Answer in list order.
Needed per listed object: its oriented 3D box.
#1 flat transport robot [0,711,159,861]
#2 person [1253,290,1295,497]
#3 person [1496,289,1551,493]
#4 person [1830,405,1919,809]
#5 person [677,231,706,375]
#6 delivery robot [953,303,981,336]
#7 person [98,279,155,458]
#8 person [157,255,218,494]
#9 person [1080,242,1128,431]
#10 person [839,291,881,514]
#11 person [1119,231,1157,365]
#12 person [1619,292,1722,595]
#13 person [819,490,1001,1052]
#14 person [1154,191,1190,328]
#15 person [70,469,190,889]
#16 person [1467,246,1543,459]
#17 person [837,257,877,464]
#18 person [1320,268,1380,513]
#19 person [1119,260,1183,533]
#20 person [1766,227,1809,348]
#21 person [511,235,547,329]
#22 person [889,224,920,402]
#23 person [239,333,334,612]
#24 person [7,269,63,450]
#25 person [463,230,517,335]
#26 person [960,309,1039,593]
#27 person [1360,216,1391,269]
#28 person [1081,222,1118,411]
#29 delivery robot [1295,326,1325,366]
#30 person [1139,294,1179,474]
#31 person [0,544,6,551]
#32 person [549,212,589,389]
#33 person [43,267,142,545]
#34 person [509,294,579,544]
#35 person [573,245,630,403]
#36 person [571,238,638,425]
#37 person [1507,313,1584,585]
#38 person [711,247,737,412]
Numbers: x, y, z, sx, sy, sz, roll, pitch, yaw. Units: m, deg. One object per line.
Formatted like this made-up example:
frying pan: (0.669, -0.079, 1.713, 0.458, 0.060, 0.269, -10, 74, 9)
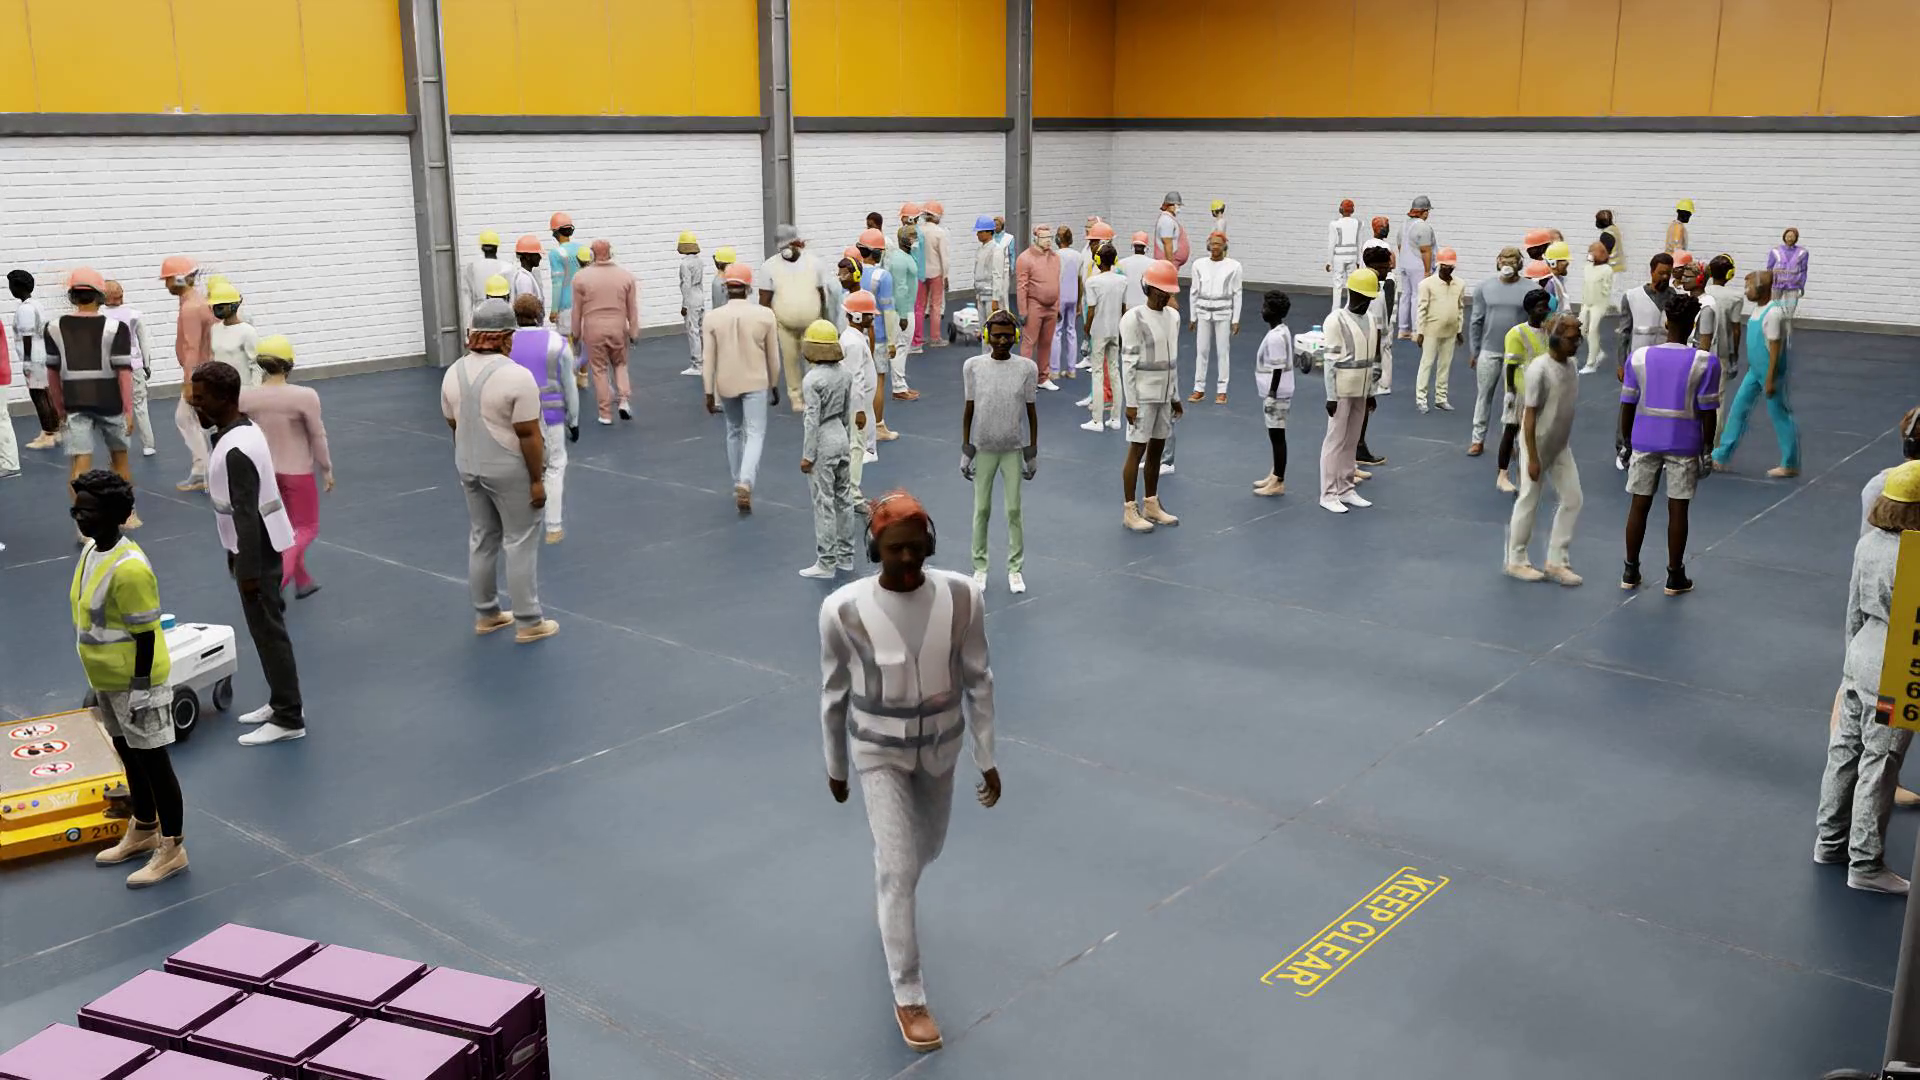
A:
flat transport robot: (-4.130, 1.058, 7.532, 0.652, 0.197, 1.431, -10, 17, -34)
person: (2.586, -1.202, 13.674, 0.322, 1.696, 0.536, 3, 14, 13)
person: (4.722, -1.238, 13.816, 0.540, 1.695, 0.318, -8, 16, -28)
person: (4.136, 0.310, 7.329, 0.507, 1.846, 0.351, -6, 15, -24)
person: (-3.292, -2.899, 20.359, 0.324, 1.743, 0.490, 4, 15, 16)
delivery robot: (0.144, -3.059, 23.207, 0.477, 0.478, 0.707, -3, 14, -14)
person: (-7.661, -1.555, 15.194, 0.514, 1.645, 0.308, -9, 17, -31)
person: (-6.307, -1.346, 13.699, 0.691, 1.957, 0.754, -5, 15, -20)
person: (1.435, -2.018, 16.595, 0.532, 1.866, 0.319, -8, 16, -29)
person: (-0.786, -1.084, 13.090, 0.343, 1.747, 0.573, -2, 14, -8)
person: (2.171, -2.859, 20.183, 0.575, 1.747, 0.341, 4, 15, 17)
person: (4.594, -0.621, 10.807, 0.607, 1.965, 0.367, 10, 17, 35)
person: (-0.210, 0.707, 5.759, 0.577, 1.848, 0.930, -5, 15, -19)
person: (3.189, -4.230, 25.076, 0.537, 2.000, 0.675, 1, 14, 3)
person: (-3.357, 0.547, 6.679, 0.537, 1.700, 0.318, 13, 19, 42)
person: (4.981, -1.714, 15.229, 0.628, 1.939, 0.375, 6, 15, 23)
person: (-0.946, -1.615, 15.015, 0.345, 1.857, 0.525, -11, 18, -37)
person: (3.098, -1.182, 13.148, 0.586, 1.917, 0.380, -12, 19, -40)
person: (1.466, -1.081, 12.511, 0.605, 2.033, 0.389, -14, 19, -43)
person: (11.319, -3.462, 22.823, 0.522, 1.638, 0.310, 6, 15, 21)
person: (-4.328, -2.103, 16.808, 0.385, 1.929, 0.547, -4, 15, -15)
person: (-0.618, -2.514, 18.428, 0.351, 1.936, 0.635, 1, 14, 2)
person: (-4.263, -0.425, 10.466, 0.532, 1.745, 0.723, 2, 14, 8)
person: (-8.737, -1.708, 15.719, 0.320, 1.686, 0.541, -4, 15, -17)
person: (-5.020, -2.394, 18.036, 0.613, 1.899, 0.771, 0, 14, 1)
person: (0.255, -0.571, 10.833, 0.508, 1.860, 0.334, 1, 14, 3)
person: (5.255, -3.128, 20.994, 0.356, 1.883, 0.573, -6, 15, -21)
person: (1.516, -2.383, 17.785, 0.387, 1.996, 0.611, -1, 14, -5)
delivery robot: (4.424, -2.417, 20.653, 0.477, 0.478, 0.707, -2, 14, -8)
person: (1.752, -1.392, 14.560, 0.278, 1.634, 0.498, -2, 14, -9)
person: (-7.100, -0.804, 11.761, 0.641, 1.852, 0.554, -7, 16, -25)
person: (-4.487, -2.700, 18.966, 0.371, 2.040, 0.608, 5, 15, 19)
person: (-6.360, -0.969, 12.175, 0.623, 2.008, 0.870, -3, 14, -11)
person: (-3.095, -0.858, 12.097, 0.643, 1.831, 0.432, -2, 14, -8)
person: (-4.103, -2.355, 18.195, 0.815, 1.739, 0.523, -2, 14, -9)
person: (-3.620, -2.115, 16.937, 0.658, 1.883, 0.430, -5, 15, -21)
person: (3.916, -0.579, 10.922, 0.541, 1.820, 0.670, -9, 16, -31)
person: (-2.489, -2.227, 17.664, 0.342, 1.754, 0.531, -1, 14, -5)
